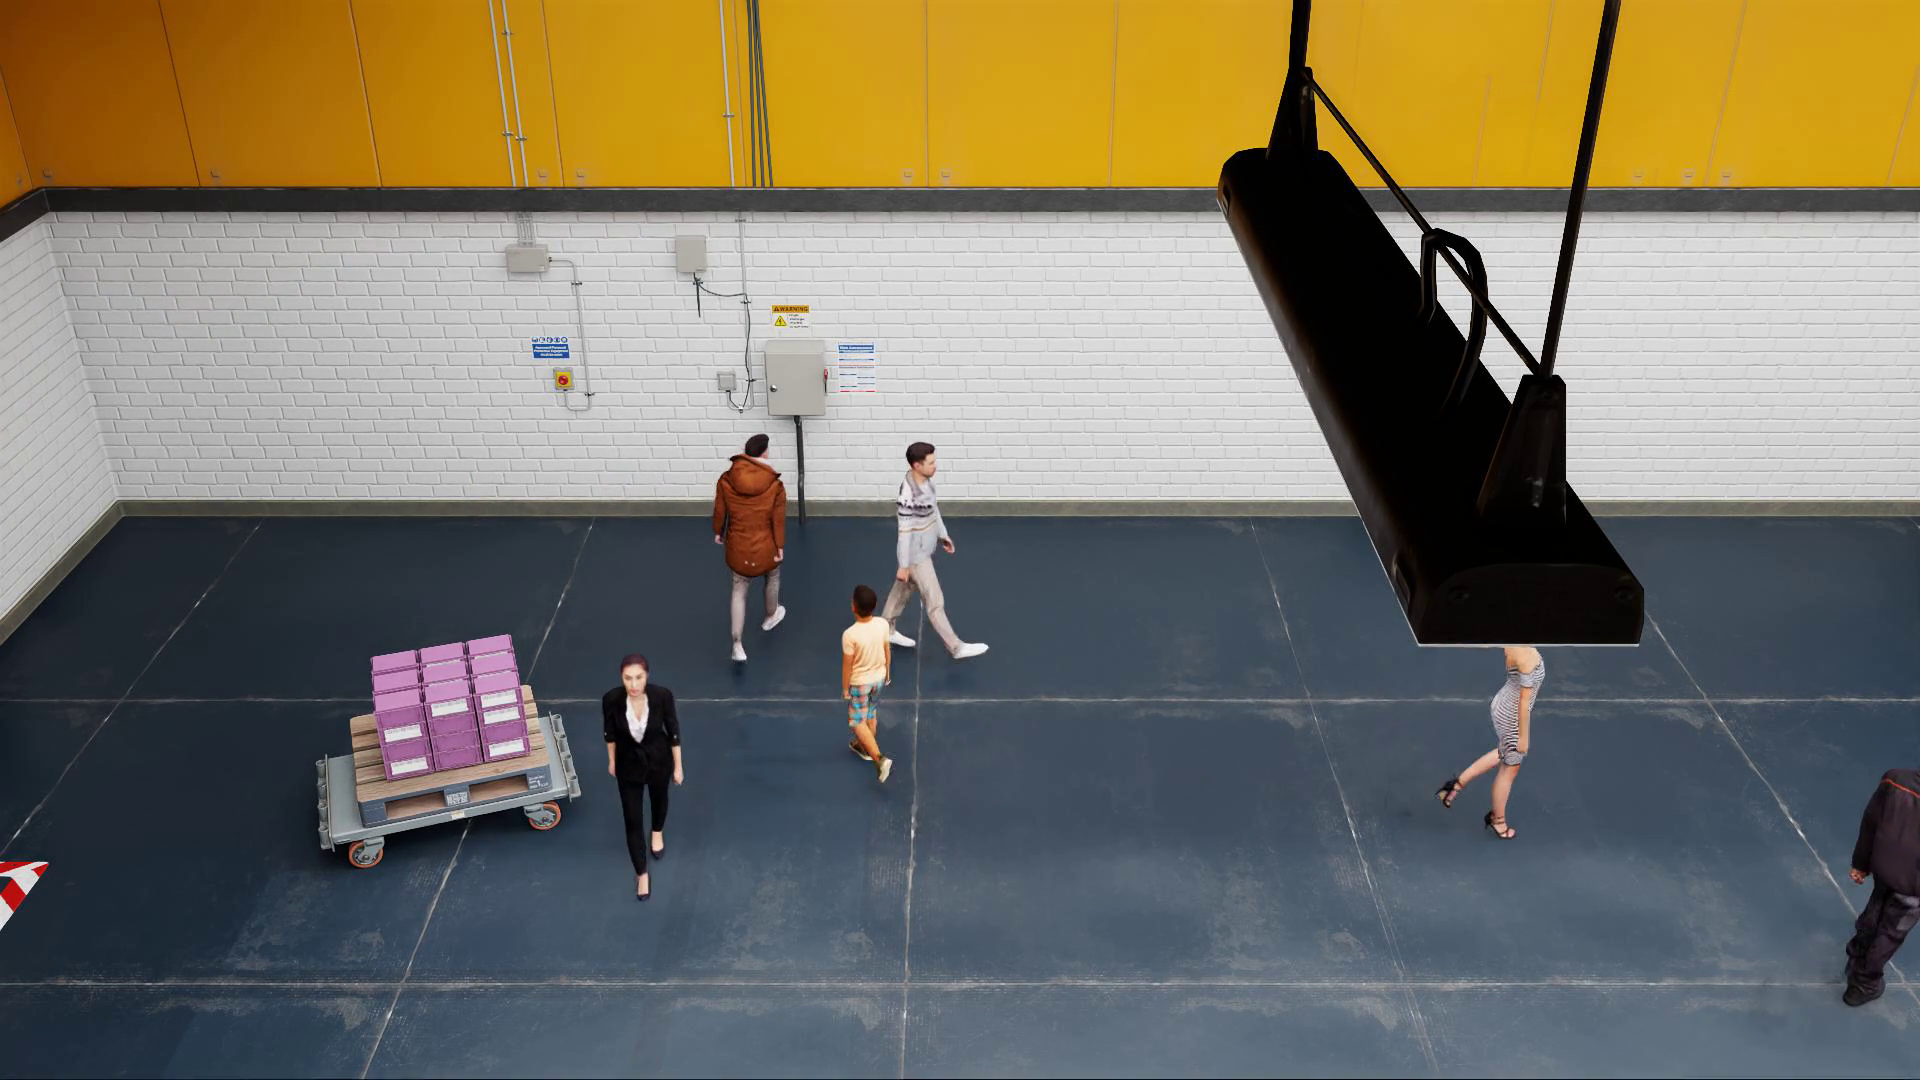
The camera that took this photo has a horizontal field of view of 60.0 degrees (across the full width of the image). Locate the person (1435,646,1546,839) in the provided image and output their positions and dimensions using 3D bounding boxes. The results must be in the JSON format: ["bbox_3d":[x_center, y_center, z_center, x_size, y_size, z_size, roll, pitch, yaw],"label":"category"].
[{"bbox_3d":[3.467,1.160,10.721,0.758,1.811,0.773,5,29,9],"label":"person"}]

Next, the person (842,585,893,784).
[{"bbox_3d":[-0.616,0.990,11.414,0.815,1.445,0.941,-18,34,-30],"label":"person"}]

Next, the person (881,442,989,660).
[{"bbox_3d":[-0.413,0.080,12.692,0.846,1.819,1.121,4,29,7],"label":"person"}]

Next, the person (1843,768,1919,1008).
[{"bbox_3d":[5.267,1.899,9.366,0.899,1.811,0.809,-14,32,-24],"label":"person"}]

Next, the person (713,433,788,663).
[{"bbox_3d":[-1.599,0.092,12.690,0.807,1.800,1.114,1,29,2],"label":"person"}]

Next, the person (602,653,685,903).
[{"bbox_3d":[-1.990,1.373,10.519,0.744,1.631,1.019,-5,29,-10],"label":"person"}]
